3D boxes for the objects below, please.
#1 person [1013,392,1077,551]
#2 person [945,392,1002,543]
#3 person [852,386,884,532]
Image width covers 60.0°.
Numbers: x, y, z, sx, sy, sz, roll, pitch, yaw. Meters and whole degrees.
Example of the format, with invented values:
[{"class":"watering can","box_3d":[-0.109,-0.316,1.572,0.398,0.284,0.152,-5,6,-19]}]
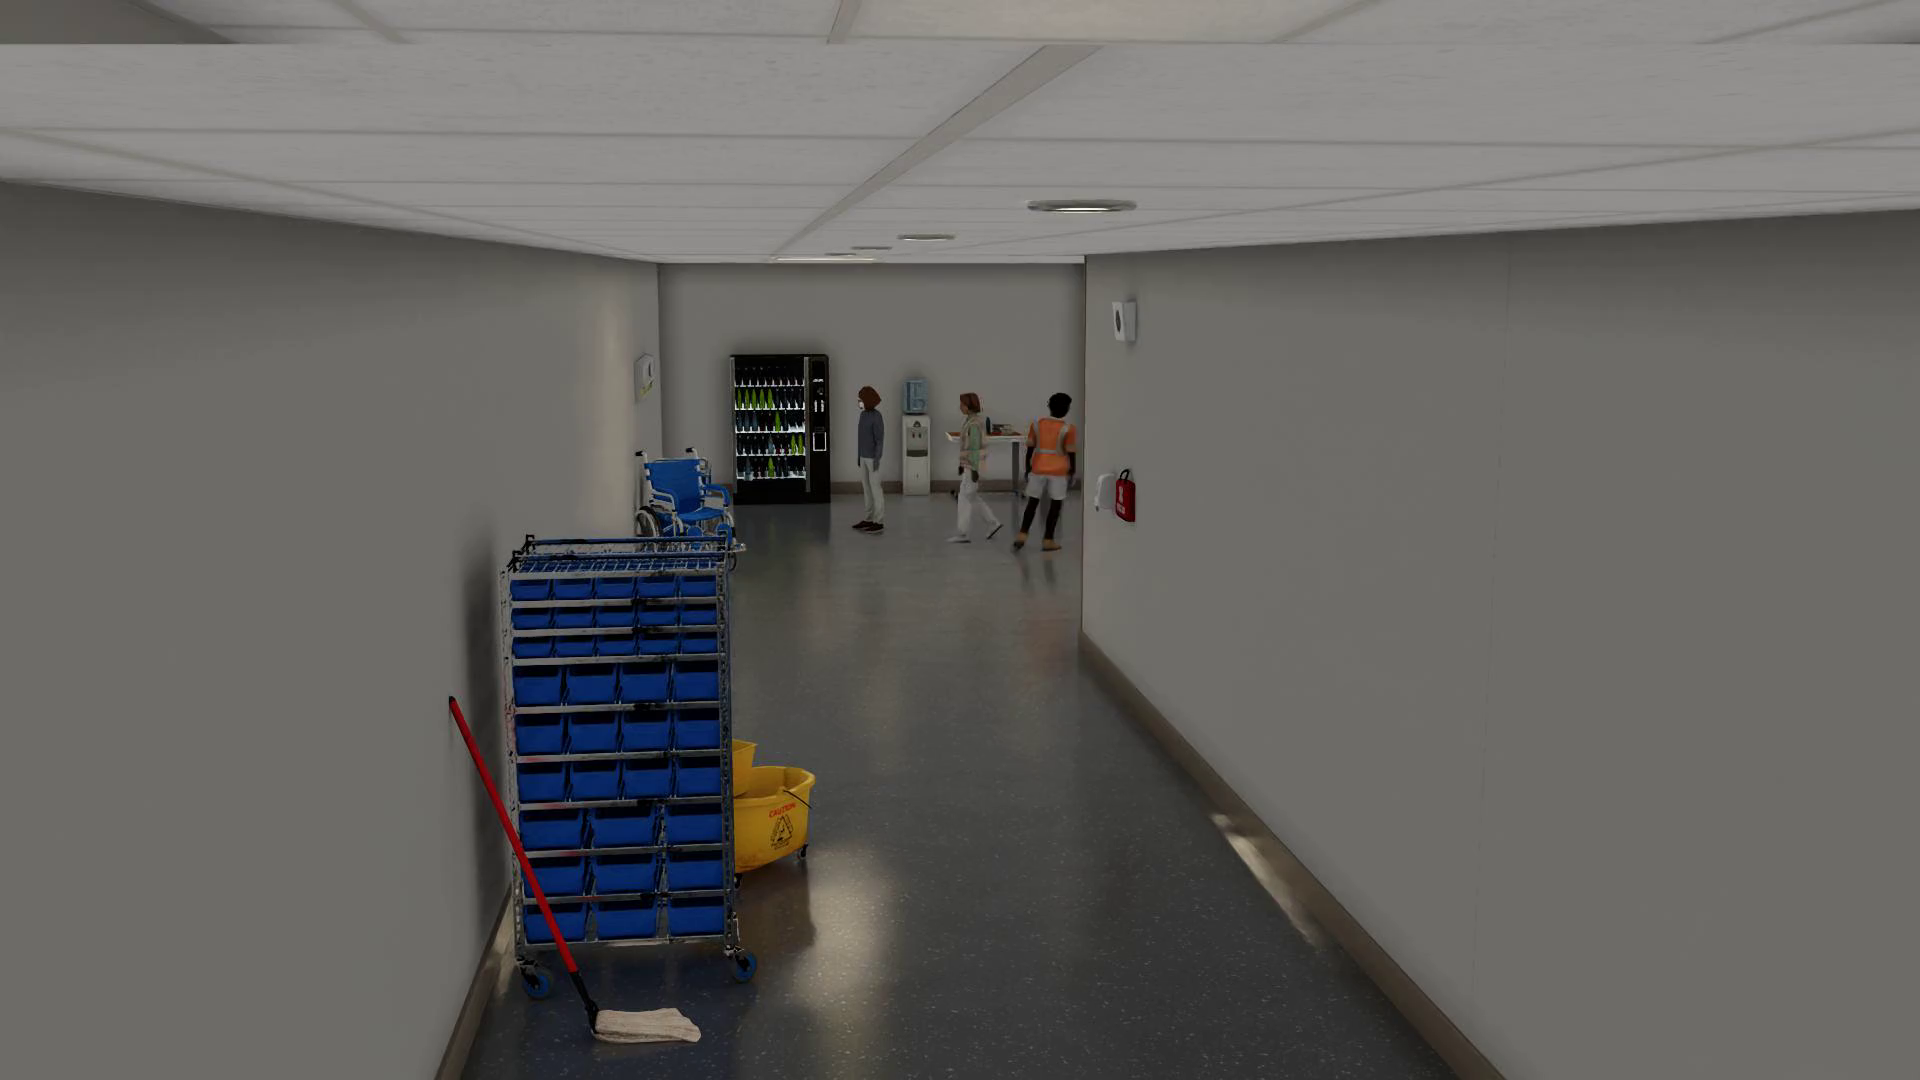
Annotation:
[{"class":"person","box_3d":[0.903,-0.701,17.282,0.633,1.660,0.441,4,10,26]},{"class":"person","box_3d":[0.156,-0.779,17.888,0.589,1.622,0.528,0,9,0]},{"class":"person","box_3d":[-1.018,-0.910,18.670,0.285,1.632,0.498,-5,10,-29]}]
